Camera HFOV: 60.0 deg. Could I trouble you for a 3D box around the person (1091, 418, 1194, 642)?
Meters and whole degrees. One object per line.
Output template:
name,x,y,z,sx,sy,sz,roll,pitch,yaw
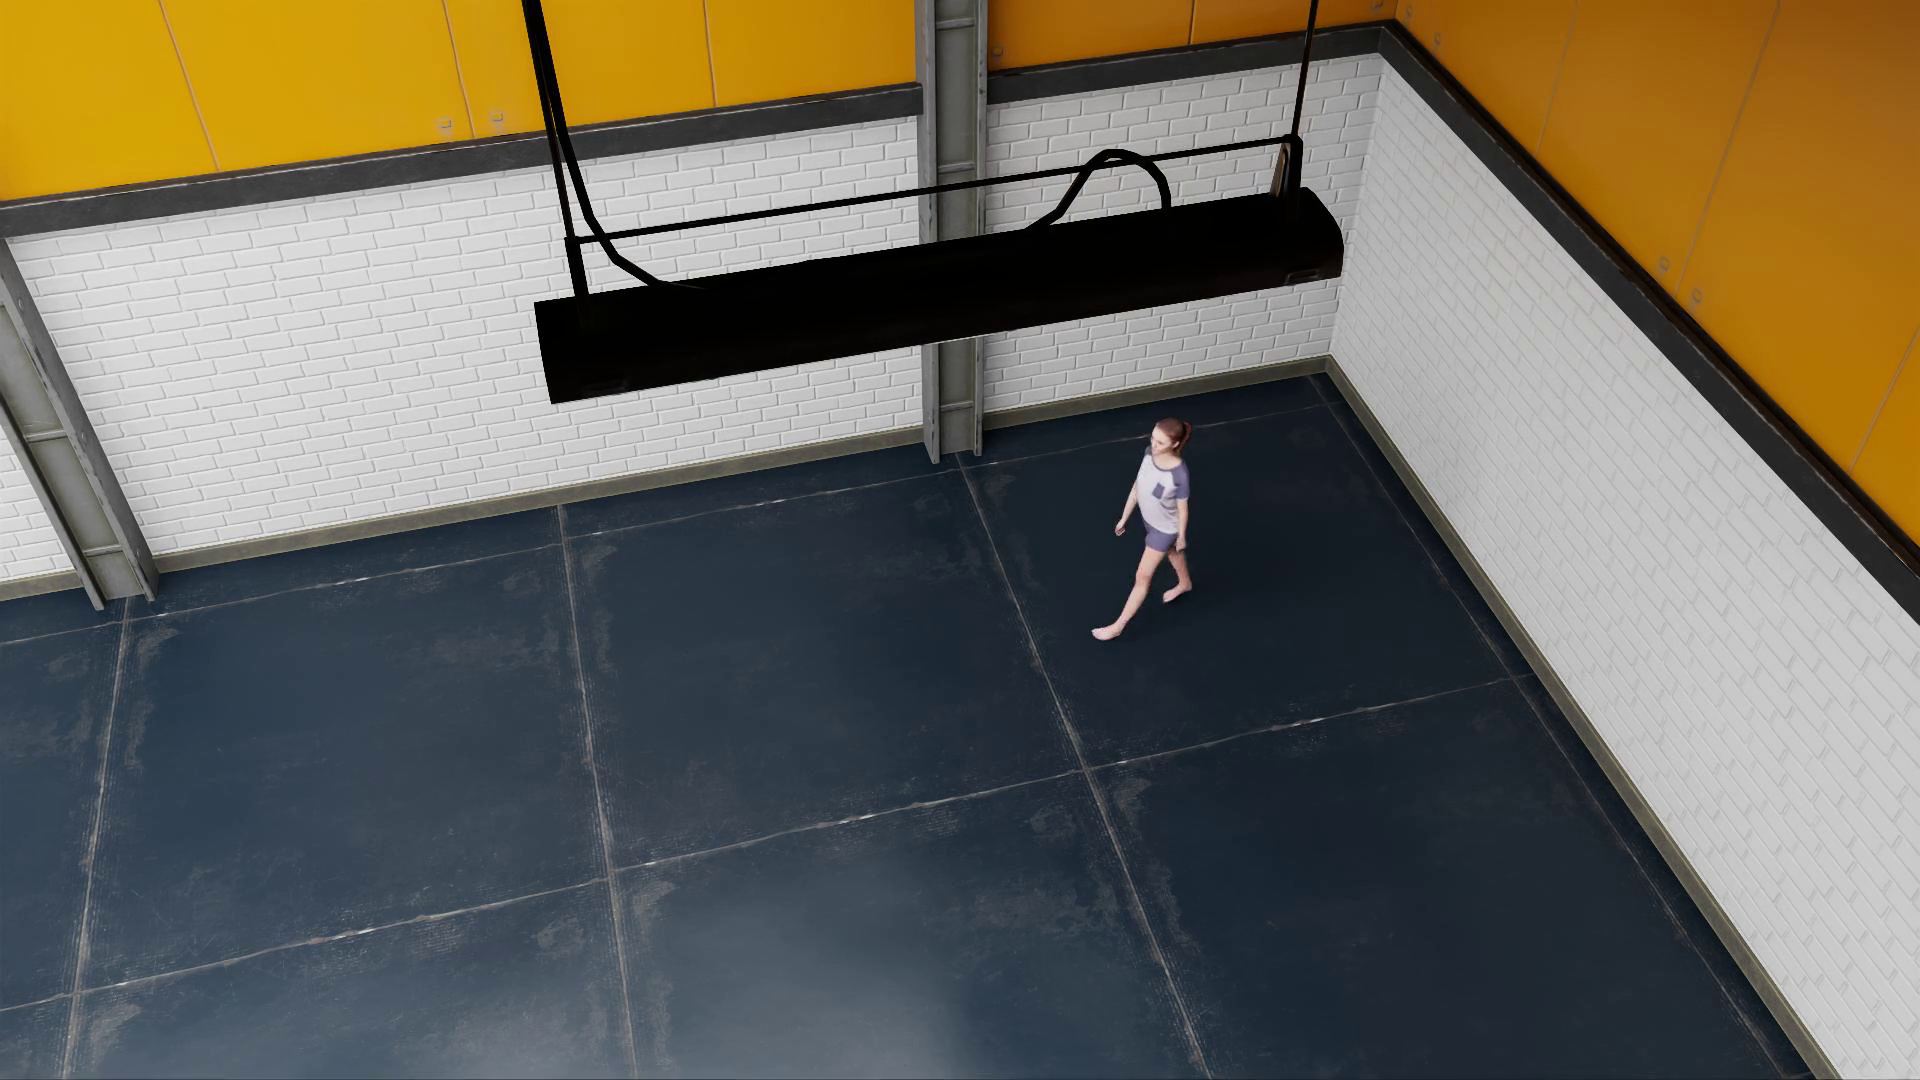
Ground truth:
person,1.394,-0.137,10.957,1.157,1.722,0.716,-18,47,-18
